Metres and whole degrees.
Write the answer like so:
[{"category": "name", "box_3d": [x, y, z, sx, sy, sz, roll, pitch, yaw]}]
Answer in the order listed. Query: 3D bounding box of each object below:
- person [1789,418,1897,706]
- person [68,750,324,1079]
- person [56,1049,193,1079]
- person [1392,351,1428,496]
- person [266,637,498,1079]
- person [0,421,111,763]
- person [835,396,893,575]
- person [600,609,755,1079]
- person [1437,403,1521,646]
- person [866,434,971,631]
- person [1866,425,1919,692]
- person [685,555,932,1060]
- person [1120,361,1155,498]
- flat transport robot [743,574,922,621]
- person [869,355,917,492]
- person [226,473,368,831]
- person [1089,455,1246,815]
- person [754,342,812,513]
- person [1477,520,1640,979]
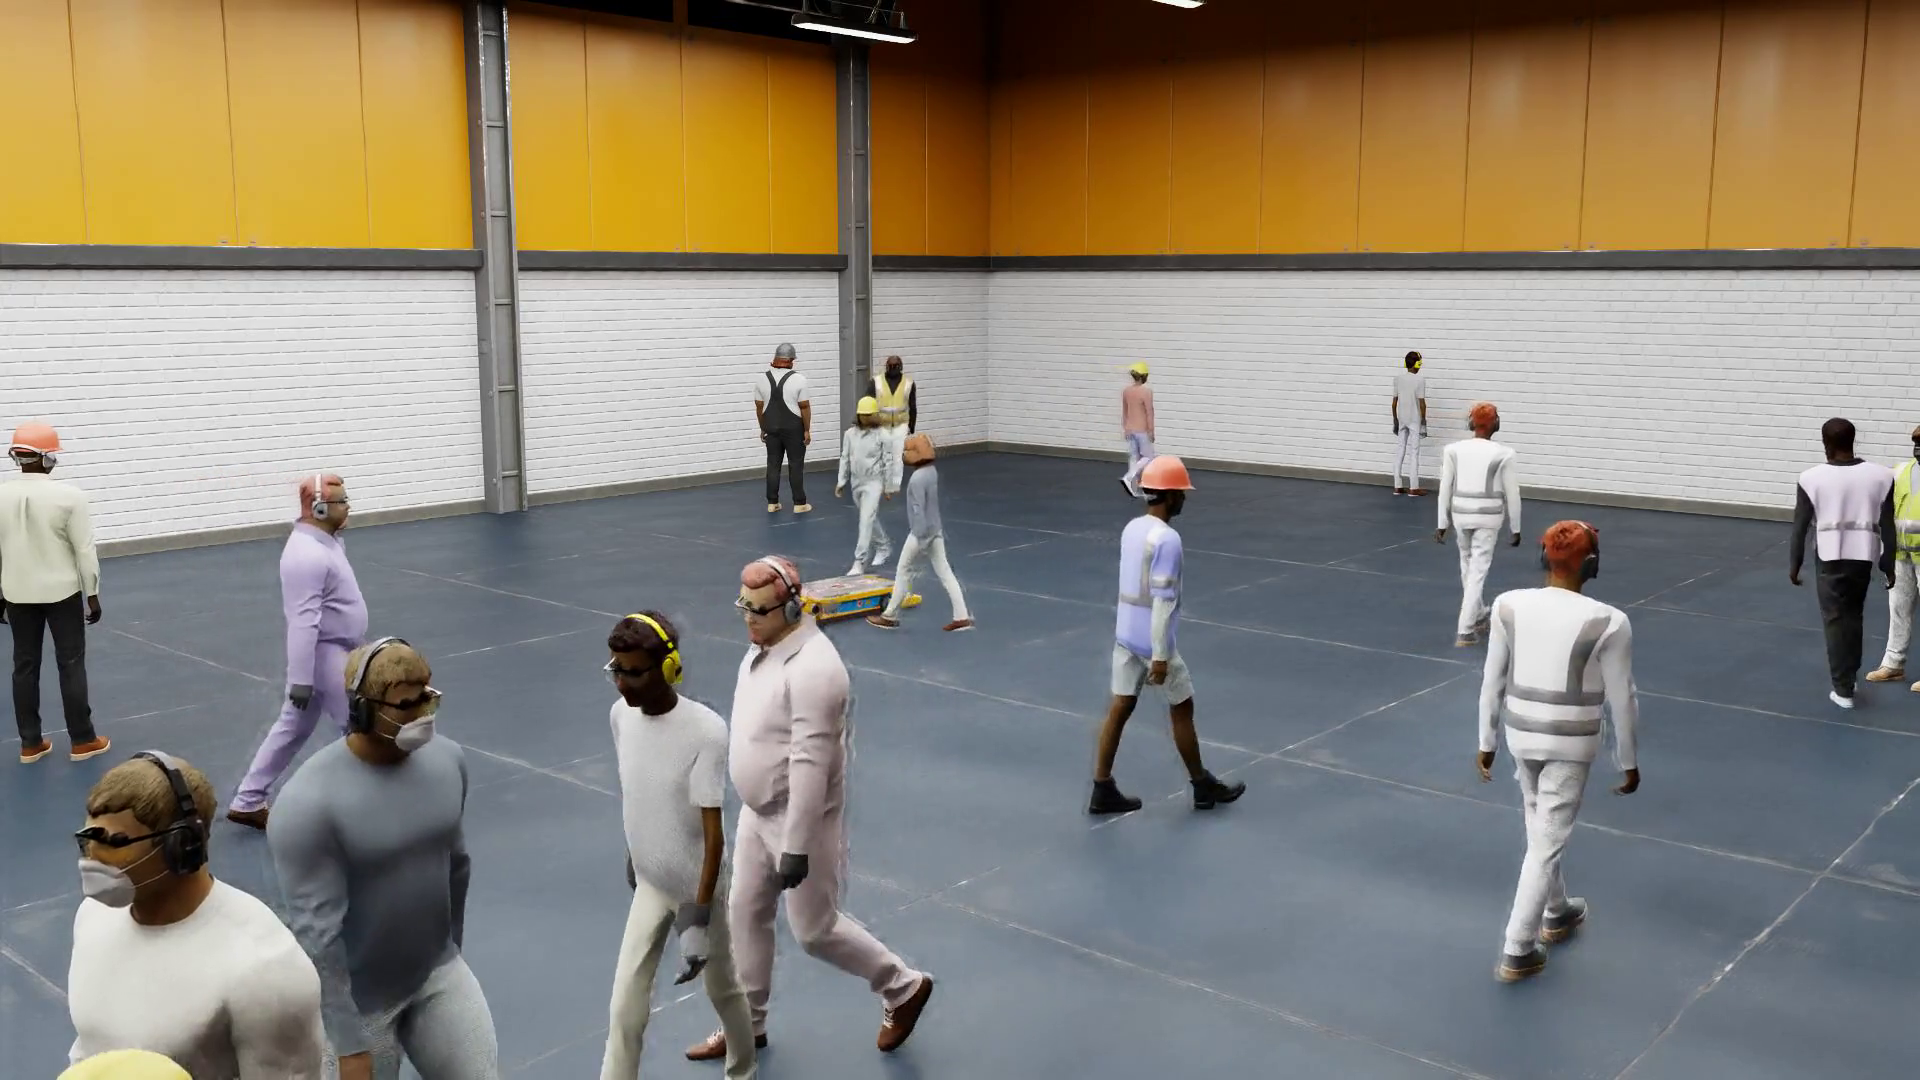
[{"category": "person", "box_3d": [5.861, 0.131, 11.104, 0.625, 1.885, 0.741, 2, 9, 11]}, {"category": "person", "box_3d": [-1.514, 1.356, 3.288, 0.627, 1.933, 0.374, 5, 10, 28]}, {"category": "person", "box_3d": [-1.177, 1.587, 2.480, 0.528, 1.728, 0.823, 6, 11, 34]}, {"category": "person", "box_3d": [5.797, -1.495, 21.402, 0.329, 1.865, 0.512, -8, 12, -40]}, {"category": "person", "box_3d": [-1.401, 1.202, 4.308, 0.802, 1.914, 0.632, 6, 11, 32]}, {"category": "person", "box_3d": [-5.329, 0.303, 9.700, 0.622, 1.992, 0.397, -1, 9, -5]}, {"category": "person", "box_3d": [-0.862, -0.542, 15.932, 0.489, 1.697, 0.910, 5, 10, 27]}, {"category": "person", "box_3d": [-0.911, 1.117, 5.128, 0.547, 1.813, 0.952, 5, 10, 29]}, {"category": "person", "box_3d": [4.078, -0.133, 12.894, 0.604, 1.844, 0.902, 8, 12, 41]}, {"category": "person", "box_3d": [-0.305, -0.052, 13.214, 0.877, 1.586, 0.494, 4, 10, 23]}, {"category": "person", "box_3d": [6.572, 0.112, 11.375, 0.429, 1.842, 0.634, -4, 10, -25]}, {"category": "person", "box_3d": [-0.530, 0.966, 5.941, 0.779, 1.875, 0.662, -5, 10, -30]}, {"category": "person", "box_3d": [2.223, -1.383, 21.023, 0.476, 1.751, 0.546, -6, 11, -35]}, {"category": "flat transport robot", "box_3d": [-1.054, 0.490, 13.921, 0.652, 0.197, 1.431, 9, 13, 44]}, {"category": "person", "box_3d": [-0.894, -1.556, 21.968, 0.653, 1.811, 0.713, 0, 9, -3]}, {"category": "person", "box_3d": [-3.243, 0.582, 8.400, 1.023, 1.858, 0.659, -3, 10, -20]}, {"category": "person", "box_3d": [1.089, 0.502, 8.756, 0.934, 1.890, 0.565, -4, 10, -21]}, {"category": "person", "box_3d": [-2.077, -1.349, 19.930, 0.688, 2.000, 0.536, 3, 10, 18]}, {"category": "person", "box_3d": [2.509, 0.831, 6.837, 0.903, 1.842, 0.596, -8, 12, -42]}]
